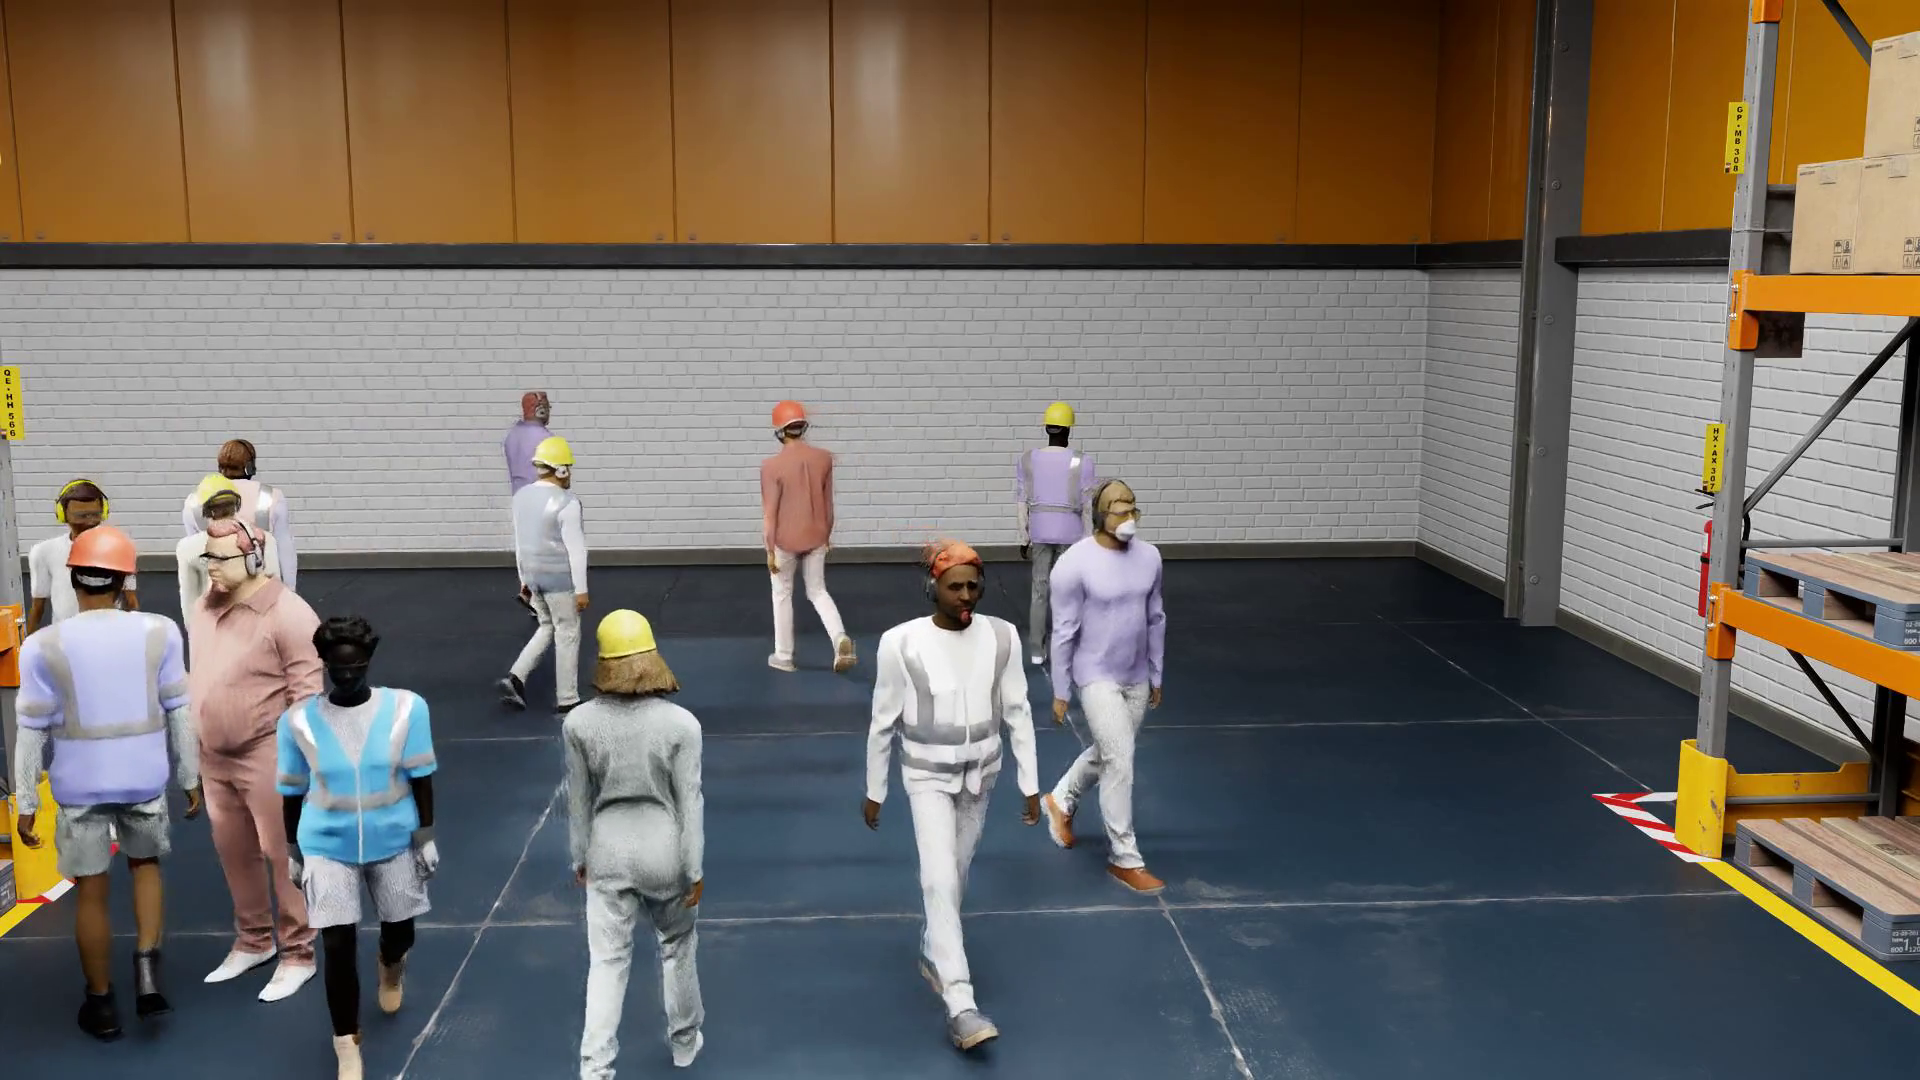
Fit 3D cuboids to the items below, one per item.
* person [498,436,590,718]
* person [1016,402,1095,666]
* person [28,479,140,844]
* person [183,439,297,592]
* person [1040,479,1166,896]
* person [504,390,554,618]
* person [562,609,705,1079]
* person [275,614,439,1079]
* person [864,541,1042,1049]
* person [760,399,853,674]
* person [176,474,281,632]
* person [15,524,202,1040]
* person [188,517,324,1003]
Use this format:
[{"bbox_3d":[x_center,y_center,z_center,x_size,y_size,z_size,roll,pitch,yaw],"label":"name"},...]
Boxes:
[{"bbox_3d":[-2.620,0.254,10.573,0.603,1.820,0.526,8,12,40],"label":"person"},{"bbox_3d":[0.699,-0.033,12.021,0.588,1.927,0.369,3,10,18],"label":"person"},{"bbox_3d":[-4.487,0.580,8.512,0.539,1.827,0.848,-8,12,-41],"label":"person"},{"bbox_3d":[-4.377,0.299,10.206,0.626,1.844,0.429,-1,9,-7],"label":"person"},{"bbox_3d":[0.663,0.641,7.878,0.635,1.908,0.937,-7,11,-36],"label":"person"},{"bbox_3d":[-3.443,-0.279,13.645,0.667,1.895,0.426,9,13,44],"label":"person"},{"bbox_3d":[-1.110,1.092,5.657,0.483,1.713,0.800,0,9,0],"label":"person"},{"bbox_3d":[-2.136,1.060,5.925,0.541,1.674,0.632,-3,10,-21],"label":"person"},{"bbox_3d":[0.007,0.932,6.231,0.628,1.834,0.956,-4,10,-25],"label":"person"},{"bbox_3d":[-1.104,-0.004,11.716,0.630,1.974,0.795,-7,11,-36],"label":"person"},{"bbox_3d":[-4.035,0.501,9.244,0.538,1.733,0.400,-4,10,-23],"label":"person"},{"bbox_3d":[-3.175,0.903,6.187,0.645,1.912,0.472,-6,11,-34],"label":"person"},{"bbox_3d":[-2.794,0.851,6.541,0.648,1.907,0.403,4,10,24],"label":"person"}]
